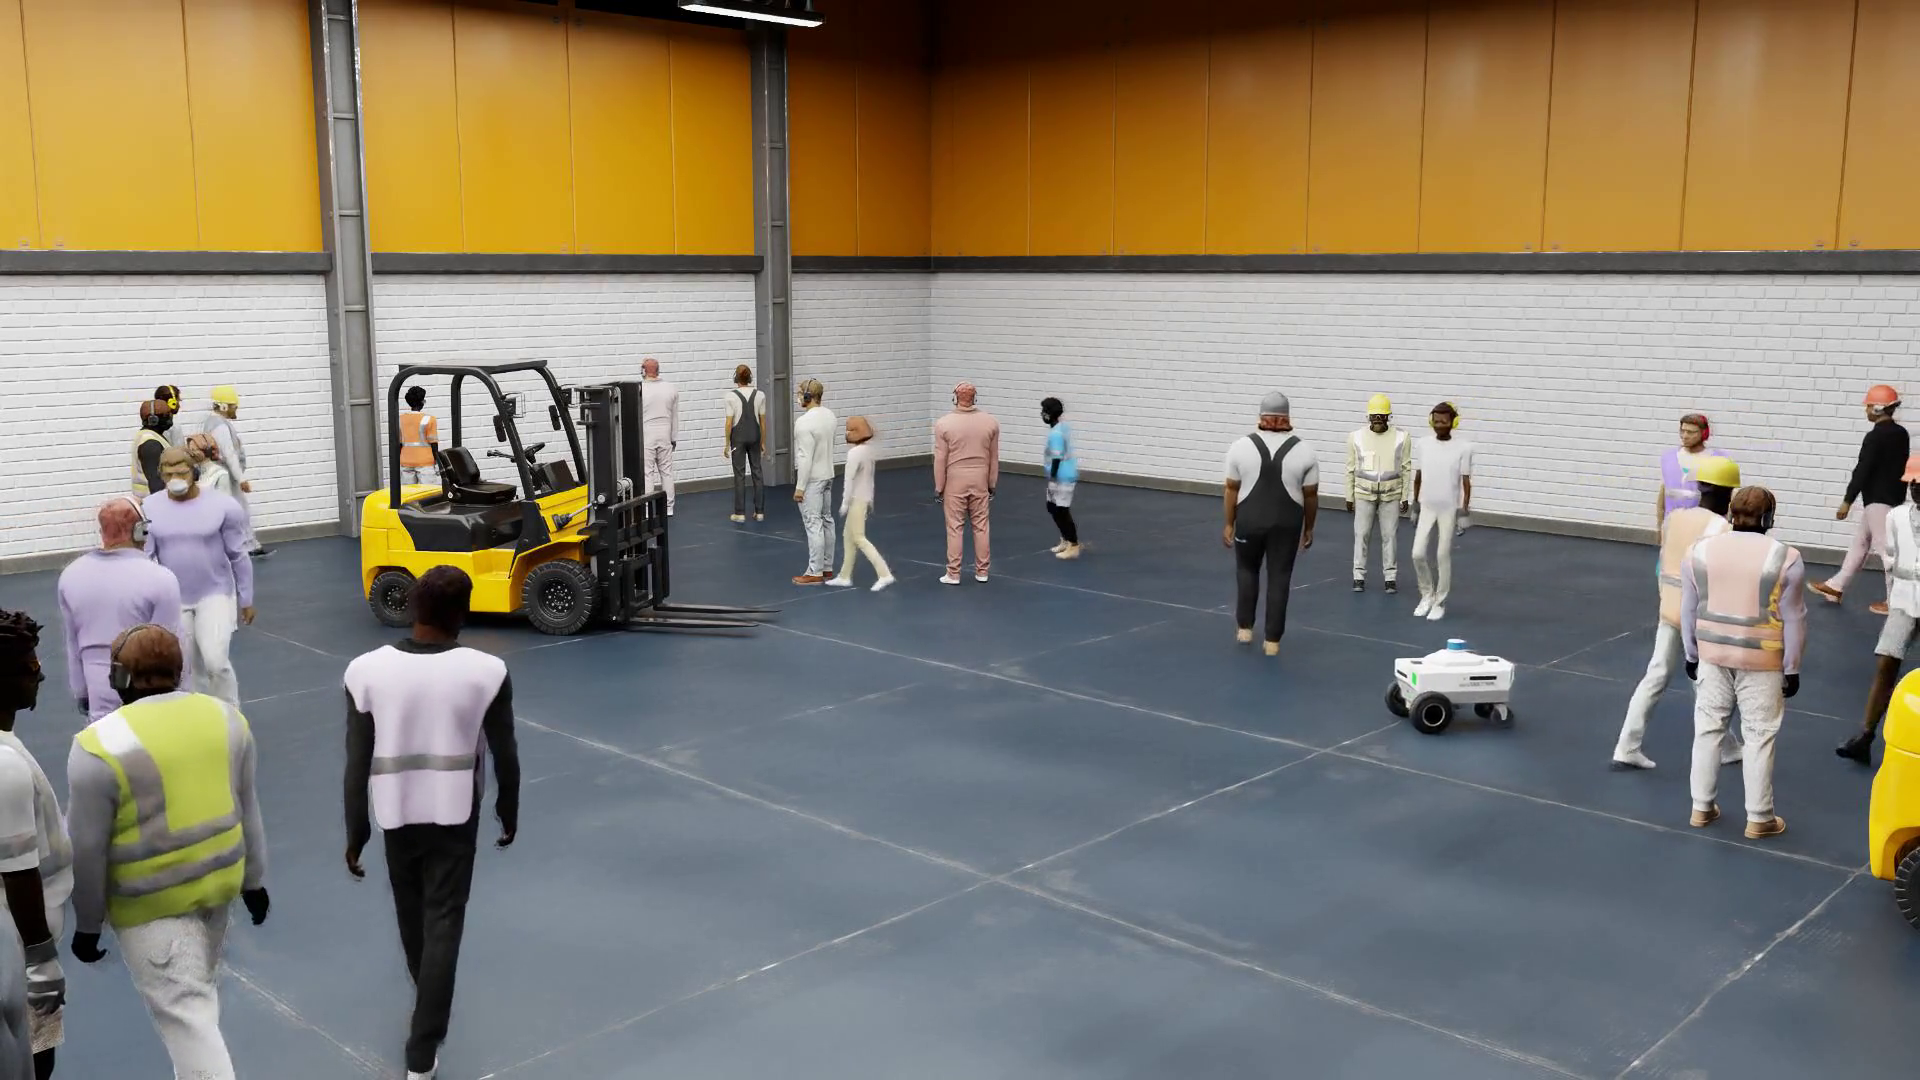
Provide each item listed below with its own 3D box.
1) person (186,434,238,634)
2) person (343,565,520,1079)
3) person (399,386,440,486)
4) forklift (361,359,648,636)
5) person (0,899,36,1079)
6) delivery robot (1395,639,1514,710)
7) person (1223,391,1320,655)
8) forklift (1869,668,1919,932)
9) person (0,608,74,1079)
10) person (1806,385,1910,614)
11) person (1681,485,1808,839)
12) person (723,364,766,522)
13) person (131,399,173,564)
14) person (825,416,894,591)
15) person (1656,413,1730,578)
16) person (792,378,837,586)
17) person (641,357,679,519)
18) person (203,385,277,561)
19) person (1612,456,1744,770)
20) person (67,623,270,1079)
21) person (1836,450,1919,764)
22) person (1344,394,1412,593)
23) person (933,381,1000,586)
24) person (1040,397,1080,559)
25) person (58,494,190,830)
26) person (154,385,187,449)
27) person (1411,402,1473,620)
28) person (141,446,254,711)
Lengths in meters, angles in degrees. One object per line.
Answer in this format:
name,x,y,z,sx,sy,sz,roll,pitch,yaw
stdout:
person,-6.045,-0.041,13.392,0.511,1.640,0.308,5,11,29
person,-1.959,1.012,6.260,0.605,1.856,1.001,-1,9,-8
person,-5.861,-0.818,18.005,0.531,1.694,0.320,3,10,19
forklift,-3.850,-0.407,13.936,2.313,2.155,1.214,2,9,11
person,-2.154,1.416,3.560,0.373,1.935,0.627,-7,11,-35
delivery robot,3.193,0.885,10.745,0.707,0.478,0.477,-1,9,-7
person,2.414,-0.165,12.926,0.717,2.000,0.785,2,9,10
forklift,5.205,0.723,7.013,2.313,2.155,1.214,9,13,43
person,-2.844,1.166,4.989,0.609,1.965,0.364,9,13,43
person,7.798,-0.357,14.339,0.632,1.947,0.977,-8,12,-39
person,4.085,0.629,8.683,0.429,1.839,0.622,-9,13,-44
person,-2.511,-1.126,19.411,0.505,1.846,0.347,-5,10,-26
person,-6.861,-0.287,14.280,0.430,1.845,0.624,-5,10,-26
person,-0.924,-0.337,15.283,0.702,1.610,0.519,2,10,14
person,5.808,-0.105,13.199,0.530,1.830,0.578,-8,12,-39
person,-1.368,-0.542,15.548,0.372,1.940,0.632,3,10,20
person,-3.637,-1.200,19.673,0.643,1.912,0.410,-7,12,-38
person,-7.190,-0.640,16.574,0.739,1.804,0.607,-4,10,-25
person,4.287,0.440,9.772,0.989,1.868,0.611,-4,10,-21
person,-2.543,1.180,5.453,0.683,1.806,0.647,4,10,23
person,5.632,0.418,9.808,0.975,1.889,0.552,-6,11,-35
person,3.805,-0.420,15.166,0.592,1.825,0.403,2,9,12
person,0.045,-0.527,15.551,0.643,1.909,0.410,-4,10,-21
person,1.022,-0.626,16.860,0.456,1.662,0.550,0,9,-1
person,-4.002,0.719,8.003,0.661,1.882,0.854,2,10,13
person,-7.413,-0.529,15.694,0.509,1.868,0.328,6,11,31
person,4.008,-0.234,13.930,0.539,1.846,0.470,6,11,33
person,-4.573,0.390,9.910,0.639,1.910,0.644,-2,9,-11
